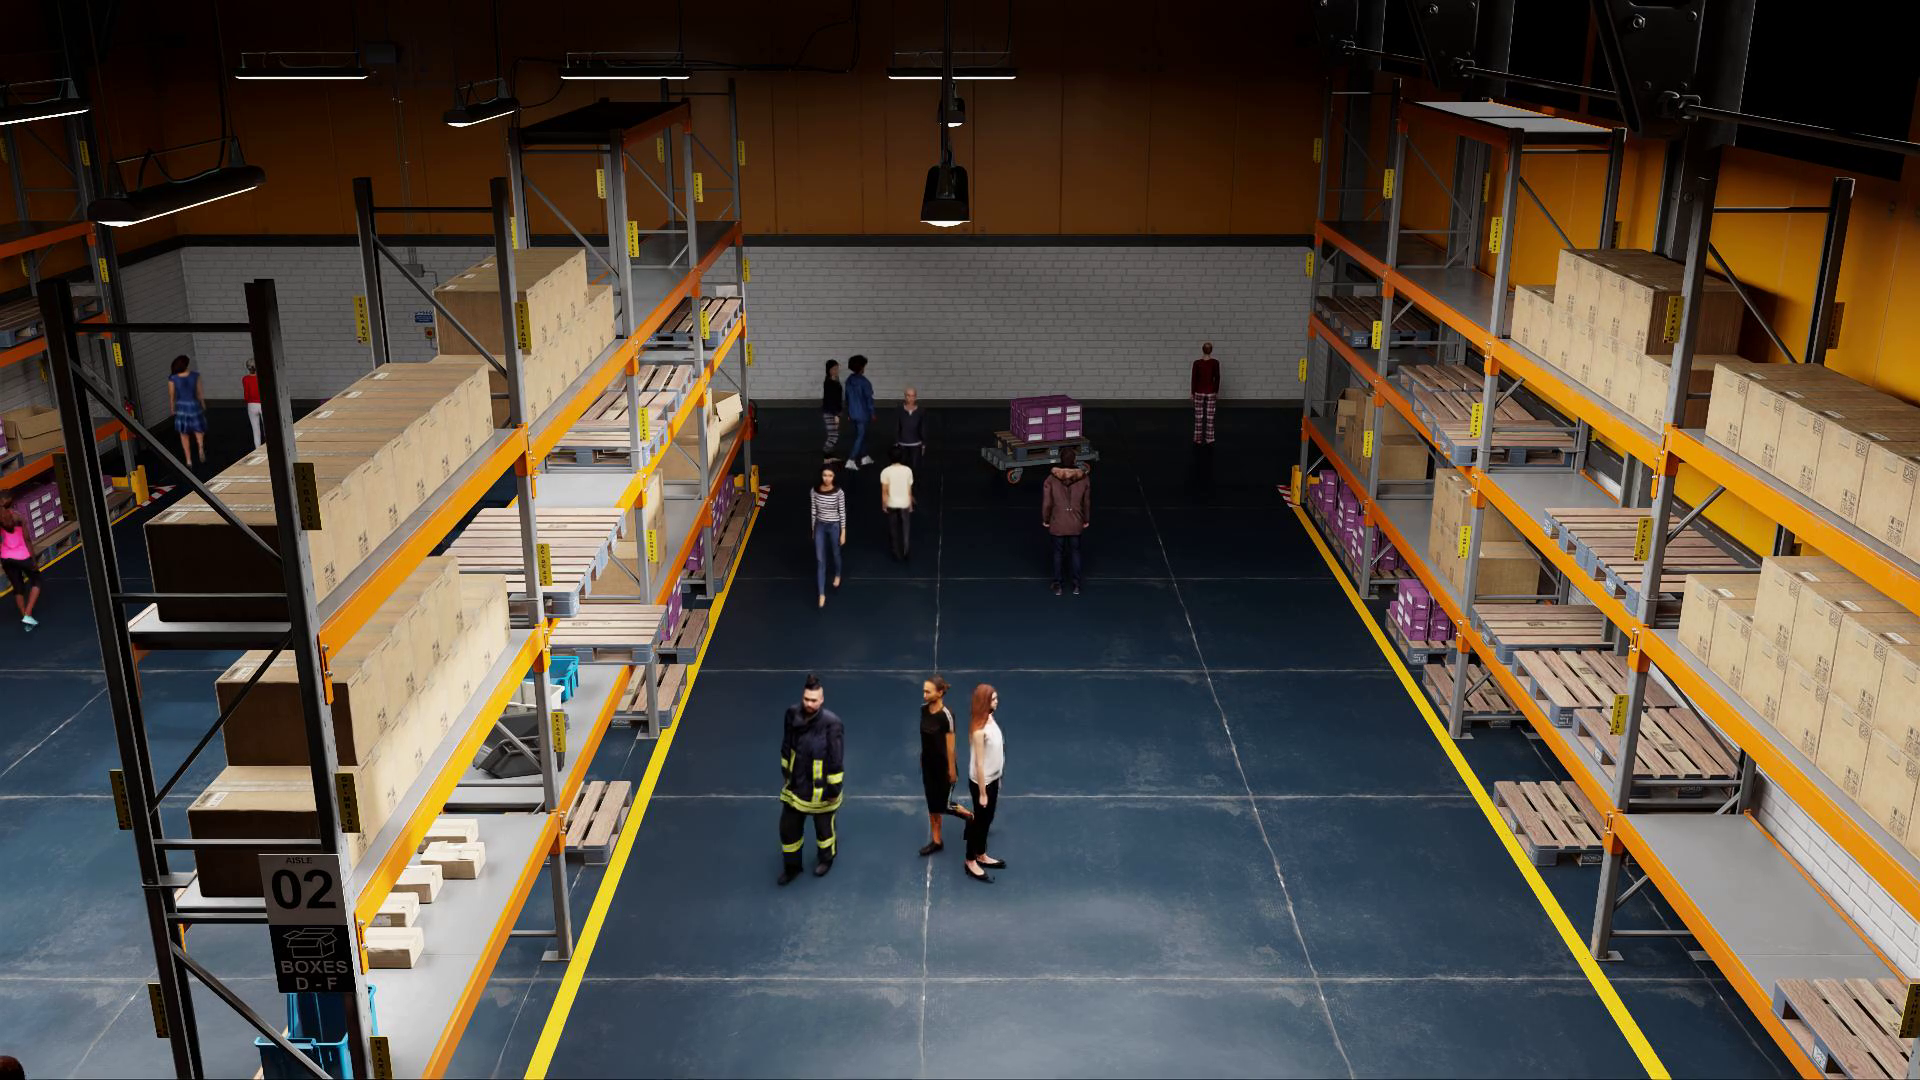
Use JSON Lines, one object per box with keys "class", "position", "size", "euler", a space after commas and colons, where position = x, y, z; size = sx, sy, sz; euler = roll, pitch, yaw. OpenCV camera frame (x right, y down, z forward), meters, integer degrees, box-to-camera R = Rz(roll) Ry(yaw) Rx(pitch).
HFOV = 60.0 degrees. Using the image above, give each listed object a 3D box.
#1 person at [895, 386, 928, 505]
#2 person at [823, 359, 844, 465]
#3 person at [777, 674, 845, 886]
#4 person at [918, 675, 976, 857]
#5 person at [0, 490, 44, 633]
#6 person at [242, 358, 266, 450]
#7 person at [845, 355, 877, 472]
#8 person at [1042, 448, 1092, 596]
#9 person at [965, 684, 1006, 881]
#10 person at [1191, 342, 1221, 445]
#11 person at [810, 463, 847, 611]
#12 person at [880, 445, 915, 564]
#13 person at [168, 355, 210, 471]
{"class": "person", "position": [-0.731, -1.410, 24.214], "size": [0.616, 1.716, 0.738], "euler": [0, 19, 1]}
{"class": "person", "position": [-2.014, -2.003, 25.991], "size": [0.751, 1.705, 0.510], "euler": [-3, 19, -8]}
{"class": "person", "position": [-1.200, 1.957, 14.007], "size": [0.919, 1.848, 0.967], "euler": [8, 20, 22]}
{"class": "person", "position": [-0.118, 1.927, 14.397], "size": [0.898, 1.658, 0.872], "euler": [-14, 23, -36]}
{"class": "person", "position": [-10.931, 0.270, 19.229], "size": [0.620, 1.714, 0.673], "euler": [-2, 19, -5]}
{"class": "person", "position": [-10.990, -2.030, 26.088], "size": [0.600, 1.694, 0.609], "euler": [-4, 19, -13]}
{"class": "person", "position": [-1.579, -1.939, 25.663], "size": [1.043, 1.793, 1.129], "euler": [16, 24, 40]}
{"class": "person", "position": [1.313, -0.228, 20.508], "size": [0.771, 1.842, 0.671], "euler": [-2, 19, -5]}
{"class": "person", "position": [0.196, 2.023, 14.011], "size": [0.724, 1.721, 0.561], "euler": [7, 20, 19]}
{"class": "person", "position": [4.019, -2.419, 27.239], "size": [0.614, 1.698, 0.495], "euler": [-1, 19, -2]}
{"class": "person", "position": [-1.565, -0.079, 20.240], "size": [0.673, 1.730, 1.187], "euler": [2, 19, 6]}
{"class": "person", "position": [-0.791, -0.435, 21.533], "size": [0.669, 1.579, 0.697], "euler": [-4, 19, -13]}
{"class": "person", "position": [-11.868, -1.946, 25.686], "size": [0.864, 1.792, 0.931], "euler": [-13, 23, -34]}
